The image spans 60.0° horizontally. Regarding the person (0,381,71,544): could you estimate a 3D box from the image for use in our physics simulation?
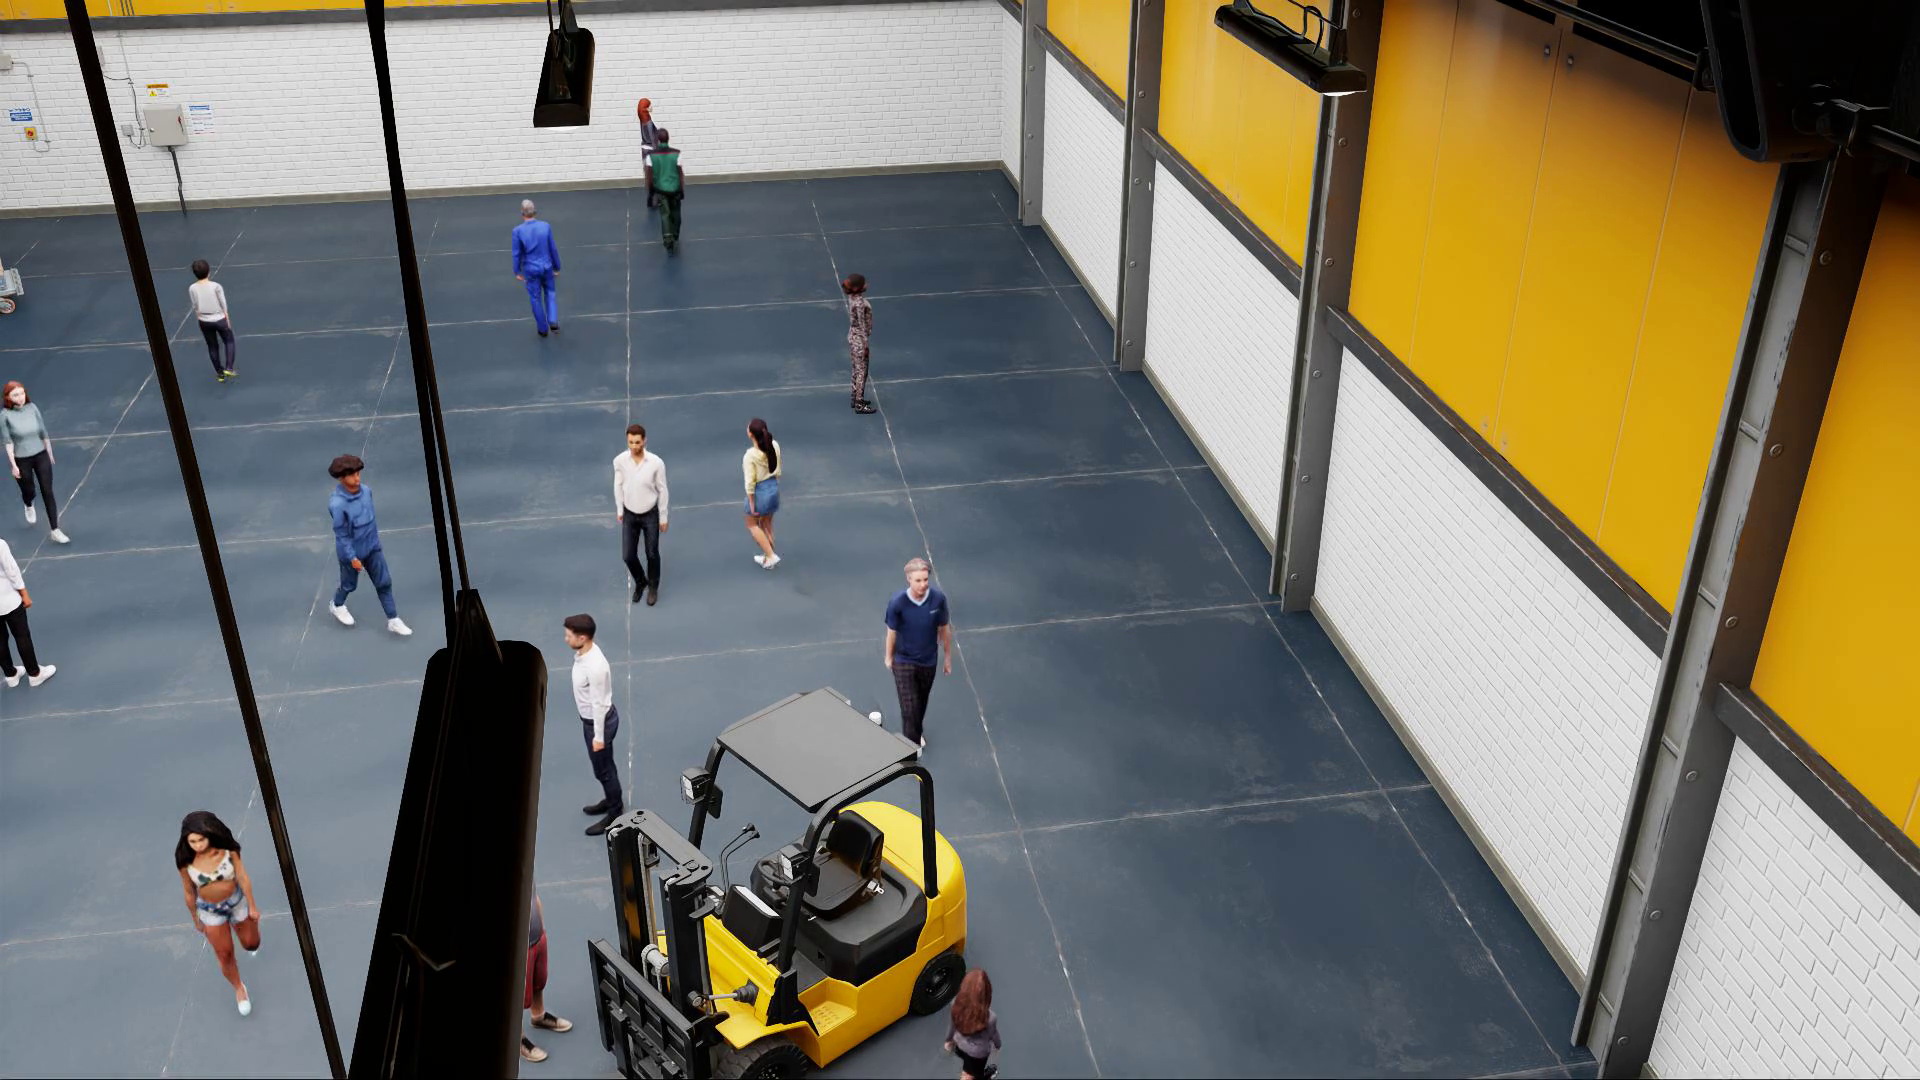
[{"bbox_3d":[-9.438,-0.800,16.837,1.039,1.730,0.933,23,36,35],"label":"person"}]

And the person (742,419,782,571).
[{"bbox_3d":[-1.876,-0.411,16.236,0.851,1.621,0.799,25,38,38],"label":"person"}]

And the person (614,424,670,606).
[{"bbox_3d":[-3.000,-0.278,15.740,0.721,1.863,0.678,1,29,1],"label":"person"}]

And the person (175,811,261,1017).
[{"bbox_3d":[-4.882,2.421,11.059,0.677,1.607,0.838,-12,31,-20],"label":"person"}]

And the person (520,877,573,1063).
[{"bbox_3d":[-2.820,2.602,10.687,0.718,1.646,0.612,10,30,18],"label":"person"}]

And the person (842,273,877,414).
[{"bbox_3d":[-1.193,-2.340,19.675,0.654,1.714,0.526,-8,30,-14],"label":"person"}]

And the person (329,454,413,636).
[{"bbox_3d":[-5.575,0.046,15.223,1.179,1.789,1.156,16,32,27],"label":"person"}]

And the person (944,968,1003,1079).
[{"bbox_3d":[0.046,3.146,10.278,0.715,1.082,0.757,22,35,34],"label":"person"}]

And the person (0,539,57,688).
[{"bbox_3d":[-8.349,0.465,14.434,0.674,1.810,0.636,1,29,1],"label":"person"}]

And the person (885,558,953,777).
[{"bbox_3d":[-0.387,0.923,13.557,0.744,1.844,0.975,-8,30,-15],"label":"person"}]

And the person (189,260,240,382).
[{"bbox_3d":[-9.206,-2.661,20.442,0.551,1.543,0.601,-5,29,-10],"label":"person"}]

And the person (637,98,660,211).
[{"bbox_3d":[-4.972,-6.198,26.679,0.697,1.780,0.555,-15,32,-26],"label":"person"}]

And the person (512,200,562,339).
[{"bbox_3d":[-5.486,-3.502,21.698,0.829,1.818,0.763,-12,31,-21],"label":"person"}]

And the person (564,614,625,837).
[{"bbox_3d":[-2.751,1.378,12.706,0.723,1.861,0.592,-10,30,-18],"label":"person"}]

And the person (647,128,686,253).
[{"bbox_3d":[-4.370,-5.167,24.775,0.735,1.794,1.186,-3,29,-5],"label":"person"}]
